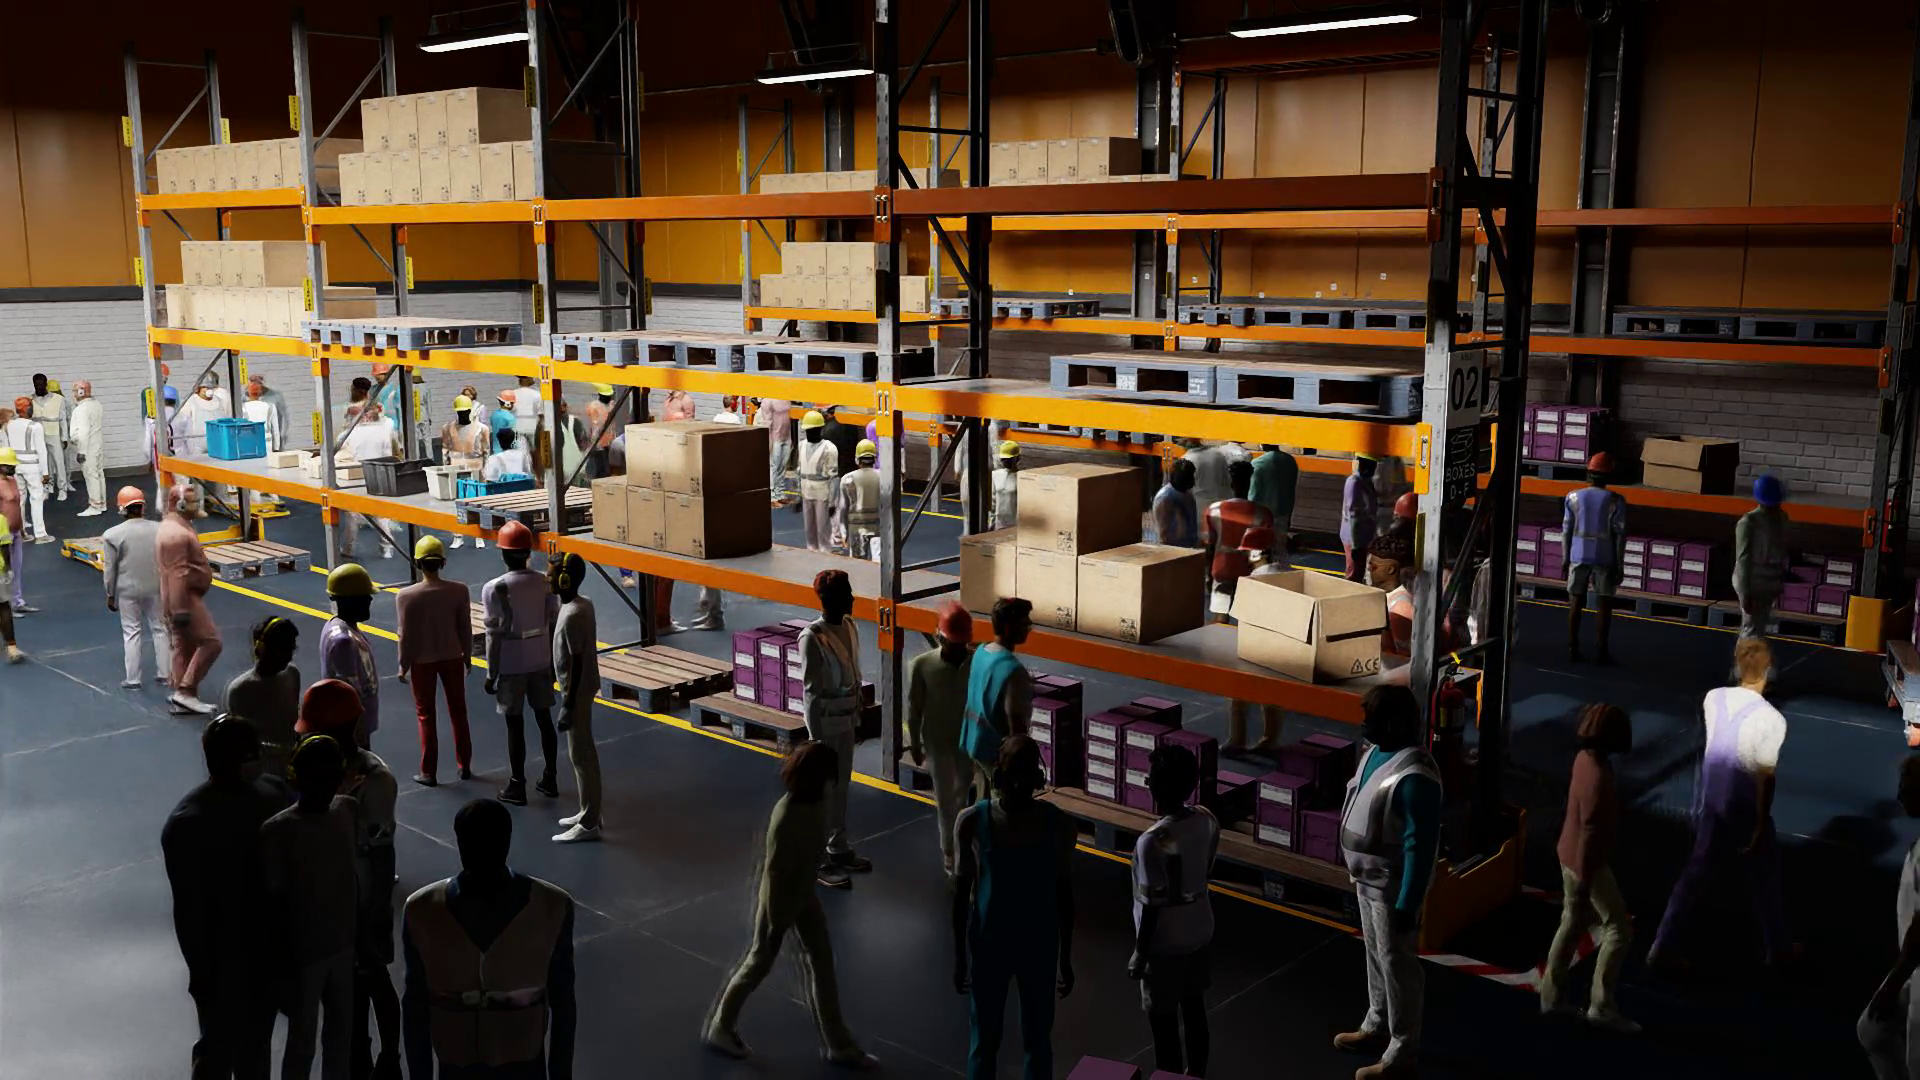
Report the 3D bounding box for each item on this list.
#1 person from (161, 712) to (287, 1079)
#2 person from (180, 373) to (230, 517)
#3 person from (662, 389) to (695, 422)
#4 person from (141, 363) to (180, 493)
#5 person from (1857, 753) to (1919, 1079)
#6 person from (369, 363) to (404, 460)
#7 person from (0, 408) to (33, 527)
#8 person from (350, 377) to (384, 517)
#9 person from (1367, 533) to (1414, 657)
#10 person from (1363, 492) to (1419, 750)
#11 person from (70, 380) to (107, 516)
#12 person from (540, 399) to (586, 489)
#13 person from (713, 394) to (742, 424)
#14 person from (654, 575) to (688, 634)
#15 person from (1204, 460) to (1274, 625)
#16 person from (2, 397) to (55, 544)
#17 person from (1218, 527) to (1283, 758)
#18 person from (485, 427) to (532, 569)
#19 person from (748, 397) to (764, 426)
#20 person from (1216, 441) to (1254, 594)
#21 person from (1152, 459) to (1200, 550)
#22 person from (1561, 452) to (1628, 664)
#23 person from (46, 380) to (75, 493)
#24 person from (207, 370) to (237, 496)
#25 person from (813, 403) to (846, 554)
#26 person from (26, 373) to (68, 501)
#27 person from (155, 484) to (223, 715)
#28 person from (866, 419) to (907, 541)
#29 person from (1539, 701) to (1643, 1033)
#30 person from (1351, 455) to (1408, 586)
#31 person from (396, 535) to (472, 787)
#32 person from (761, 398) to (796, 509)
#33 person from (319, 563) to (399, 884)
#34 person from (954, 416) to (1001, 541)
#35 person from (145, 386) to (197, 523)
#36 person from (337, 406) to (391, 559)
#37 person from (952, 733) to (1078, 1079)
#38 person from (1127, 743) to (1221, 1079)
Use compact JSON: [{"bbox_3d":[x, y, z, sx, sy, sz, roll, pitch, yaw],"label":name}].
[{"bbox_3d":[-2.910,1.634,6.739,0.377,1.940,0.629,3,10,15],"label":"person"},{"bbox_3d":[-10.499,-1.341,23.273,0.536,2.000,0.681,10,14,43],"label":"person"},{"bbox_3d":[-4.170,-1.476,24.416,0.642,1.909,0.410,9,13,42],"label":"person"},{"bbox_3d":[-12.178,-1.701,25.438,0.612,1.995,0.393,1,10,6],"label":"person"},{"bbox_3d":[3.787,1.719,6.591,0.474,1.820,0.513,5,11,27],"label":"person"},{"bbox_3d":[-8.788,-1.731,25.516,0.608,2.033,0.428,4,11,19],"label":"person"},{"bbox_3d":[-12.848,-0.975,22.418,0.630,1.615,0.503,2,10,9],"label":"person"},{"bbox_3d":[-8.304,-1.299,23.243,0.361,1.965,0.613,5,11,26],"label":"person"},{"bbox_3d":[2.743,0.929,10.647,0.365,1.964,0.610,1,10,6],"label":"person"},{"bbox_3d":[3.296,0.620,12.353,0.617,1.984,0.408,-5,11,-27],"label":"person"},{"bbox_3d":[-12.263,-1.292,23.369,0.410,1.912,0.643,-2,10,-10],"label":"person"},{"bbox_3d":[-4.911,-0.802,20.616,0.591,1.910,0.388,-7,12,-33],"label":"person"},{"bbox_3d":[-3.091,-1.048,22.202,0.397,1.836,0.562,-8,13,-39],"label":"person"},{"bbox_3d":[-2.899,-0.026,16.229,0.410,1.908,0.598,-7,12,-33],"label":"person"},{"bbox_3d":[2.392,0.292,14.272,0.604,1.959,0.370,3,11,18],"label":"person"},{"bbox_3d":[-11.868,-0.884,21.169,0.574,1.876,0.355,2,10,12],"label":"person"},{"bbox_3d":[2.133,0.752,12.296,0.560,1.730,0.585,8,13,37],"label":"person"},{"bbox_3d":[-5.291,-0.485,19.447,0.579,1.662,0.534,6,12,30],"label":"person"},{"bbox_3d":[-2.925,-1.398,24.446,0.353,1.738,0.575,-3,10,-15],"label":"person"},{"bbox_3d":[2.997,-0.384,18.124,0.391,1.946,0.615,-6,12,-32],"label":"person"},{"bbox_3d":[1.977,0.145,15.493,0.504,1.830,0.637,7,12,34],"label":"person"},{"bbox_3d":[5.760,0.165,15.103,0.567,1.926,0.411,7,12,34],"label":"person"},{"bbox_3d":[-13.887,-1.595,25.570,0.483,1.736,0.311,-9,13,-41],"label":"person"},{"bbox_3d":[-11.127,-1.585,24.972,0.634,1.931,0.368,8,13,38],"label":"person"},{"bbox_3d":[-1.601,-0.809,20.416,0.401,1.986,0.612,0,10,0],"label":"person"},{"bbox_3d":[-13.566,-1.526,24.709,0.584,1.910,0.392,-3,10,-16],"label":"person"},{"bbox_3d":[-6.175,0.487,13.349,0.439,1.888,0.685,-5,11,-26],"label":"person"},{"bbox_3d":[-0.920,-0.915,21.201,0.548,1.926,0.389,-7,12,-34],"label":"person"},{"bbox_3d":[3.117,1.572,8.013,0.595,1.610,0.525,2,10,14],"label":"person"},{"bbox_3d":[4.509,-0.305,17.960,0.655,1.855,0.440,-1,10,-6],"label":"person"},{"bbox_3d":[-3.691,0.845,11.693,0.534,1.767,0.319,-7,12,-36],"label":"person"},{"bbox_3d":[-2.620,-1.427,24.049,0.367,1.939,0.634,5,11,26],"label":"person"},{"bbox_3d":[-3.581,1.088,9.859,0.363,1.928,0.587,-4,11,-24],"label":"person"},{"bbox_3d":[0.242,-0.883,21.118,0.659,1.896,0.405,5,11,27],"label":"person"},{"bbox_3d":[-10.495,-1.078,22.112,0.626,1.928,0.636,-1,10,-8],"label":"person"},{"bbox_3d":[-7.266,-0.700,20.218,0.828,1.851,0.671,8,13,39],"label":"person"},{"bbox_3d":[0.221,1.681,6.742,0.508,1.847,0.345,-1,10,-3],"label":"person"},{"bbox_3d":[0.899,1.693,7.088,0.320,1.697,0.531,8,13,38],"label":"person"}]
